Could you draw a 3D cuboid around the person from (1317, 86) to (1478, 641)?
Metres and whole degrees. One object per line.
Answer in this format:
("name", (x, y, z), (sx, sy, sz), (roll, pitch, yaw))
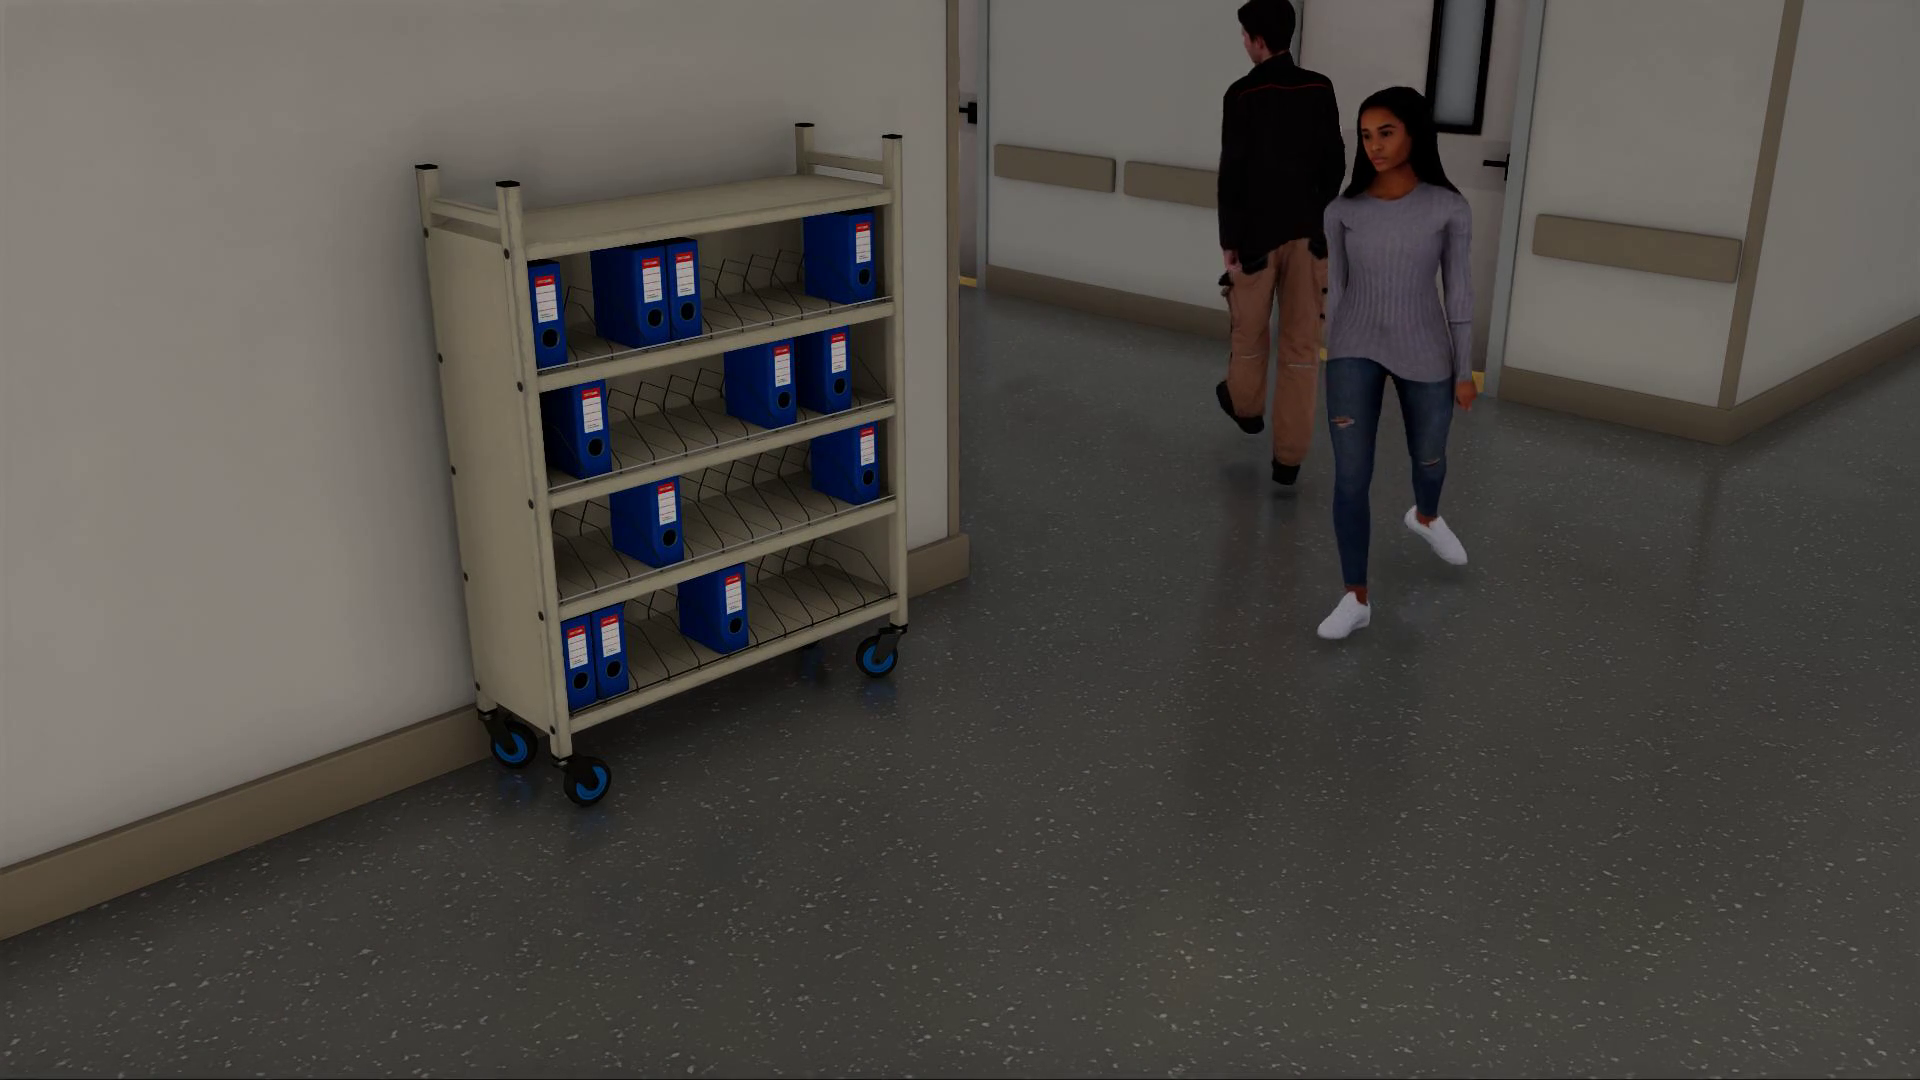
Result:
("person", (1.411, -0.573, 5.367), (1.034, 1.698, 1.248), (5, 21, 13))

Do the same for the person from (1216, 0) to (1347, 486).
("person", (1.270, -1.129, 6.603), (1.245, 1.861, 1.254), (-1, 21, -2))
